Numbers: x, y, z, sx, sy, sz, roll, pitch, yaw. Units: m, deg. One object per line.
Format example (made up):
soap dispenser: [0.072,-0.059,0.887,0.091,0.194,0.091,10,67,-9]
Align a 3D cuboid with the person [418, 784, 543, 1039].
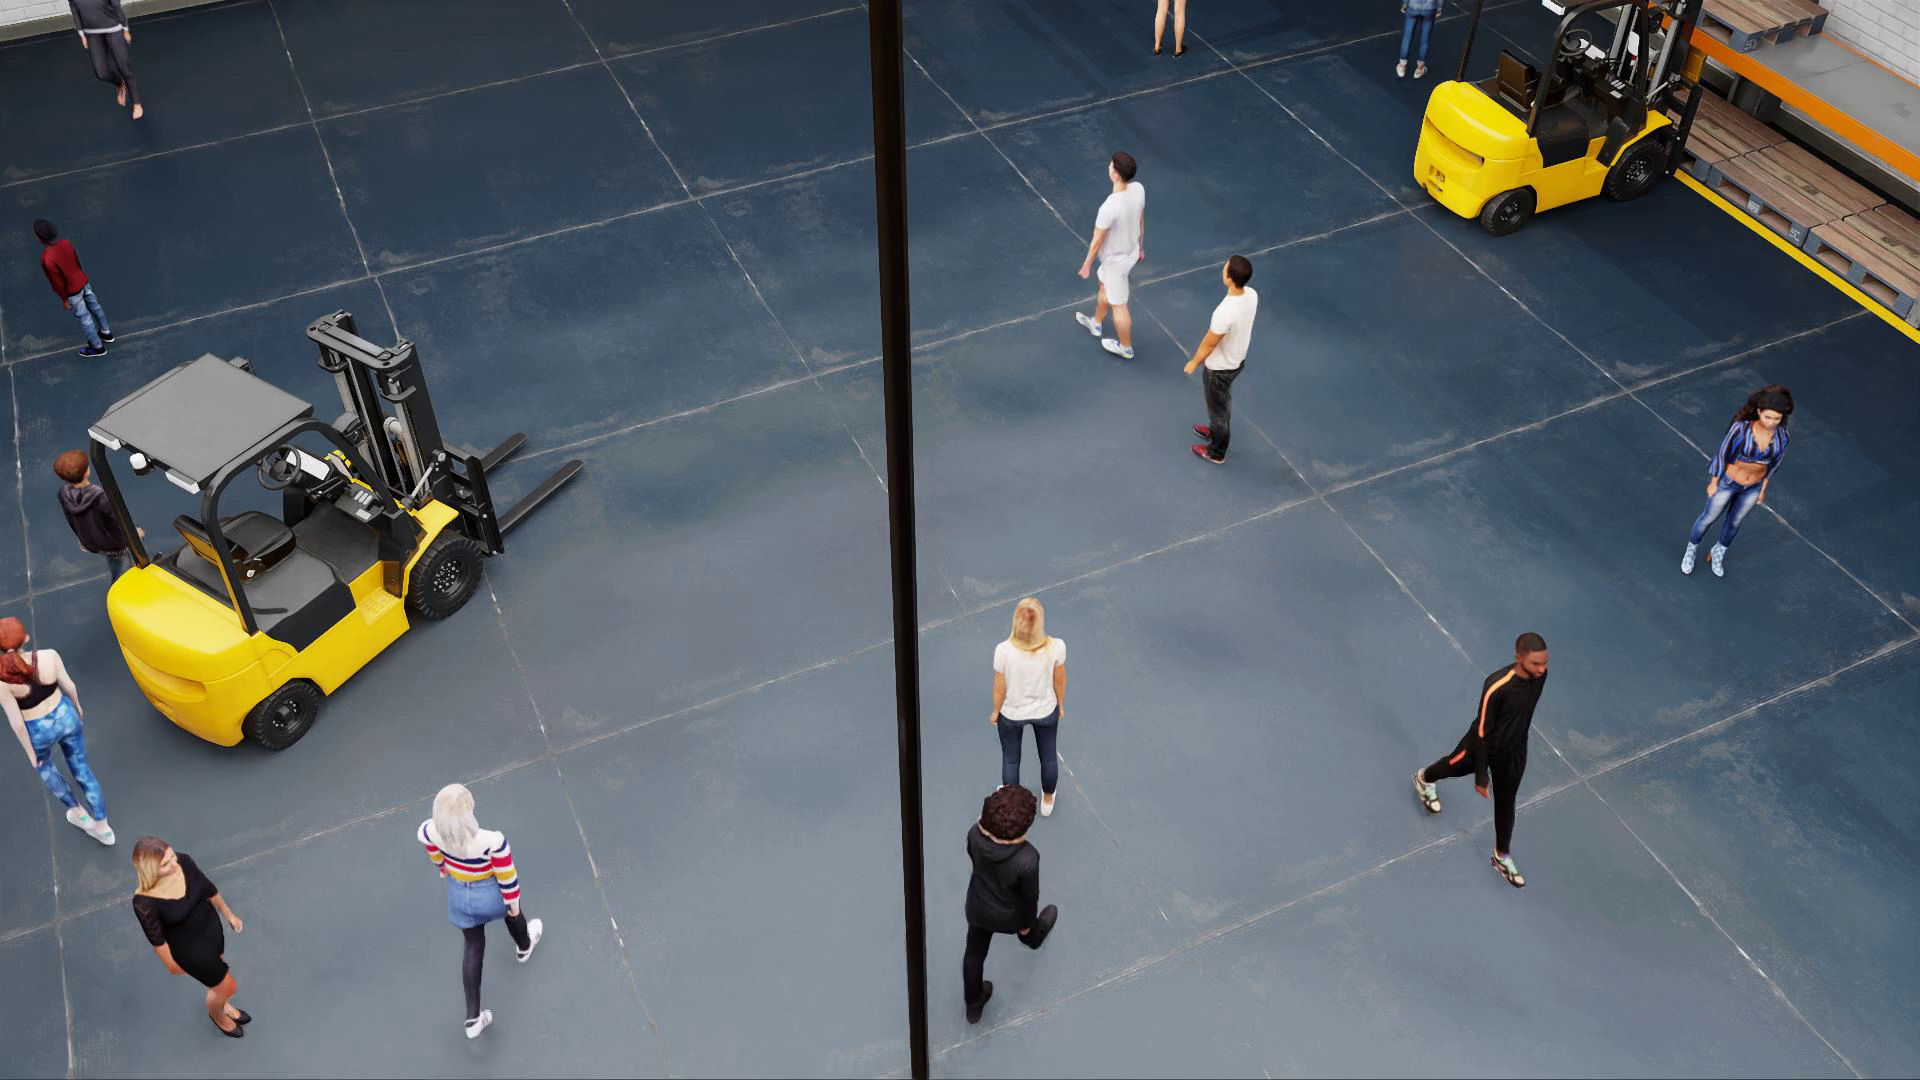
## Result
person: [-2.624,1.968,8.946,1.018,1.782,1.194,5,44,5]

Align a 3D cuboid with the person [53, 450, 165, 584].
person: [-5.802,0.043,11.232,0.882,1.415,0.978,11,45,11]

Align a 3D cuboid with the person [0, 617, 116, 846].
person: [-5.266,1.182,9.789,0.774,1.767,0.715,26,50,25]

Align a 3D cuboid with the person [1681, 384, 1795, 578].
person: [5.403,-0.394,11.545,0.694,1.616,0.717,6,44,6]

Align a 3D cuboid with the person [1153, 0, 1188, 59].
person: [2.208,-5.877,17.134,0.681,1.846,0.731,12,45,12]

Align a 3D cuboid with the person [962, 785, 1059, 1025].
person: [0.176,2.003,8.946,1.116,1.730,1.077,22,48,22]

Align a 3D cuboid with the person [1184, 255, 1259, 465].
person: [2.012,-1.302,12.377,0.802,1.794,0.772,25,49,24]

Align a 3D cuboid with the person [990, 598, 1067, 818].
person: [0.409,1.026,9.915,0.658,1.808,0.609,-5,44,-5]

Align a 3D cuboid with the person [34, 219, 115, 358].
person: [-7.238,-2.076,13.574,0.641,1.254,0.551,4,44,4]

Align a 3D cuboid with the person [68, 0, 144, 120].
person: [-8.379,-5.007,16.283,0.677,1.760,0.738,-10,45,-11]

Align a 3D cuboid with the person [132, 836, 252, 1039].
person: [-4.159,2.106,8.887,0.732,1.663,0.662,8,44,9]

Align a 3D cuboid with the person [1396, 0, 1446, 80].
person: [4.700,-5.420,16.923,0.625,1.476,0.683,14,45,14]

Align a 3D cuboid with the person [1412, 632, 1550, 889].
person: [3.078,1.149,9.819,0.677,1.762,1.214,-16,46,-16]

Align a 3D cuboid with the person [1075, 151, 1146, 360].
person: [1.341,-2.227,13.311,1.050,1.836,0.936,29,51,27]
